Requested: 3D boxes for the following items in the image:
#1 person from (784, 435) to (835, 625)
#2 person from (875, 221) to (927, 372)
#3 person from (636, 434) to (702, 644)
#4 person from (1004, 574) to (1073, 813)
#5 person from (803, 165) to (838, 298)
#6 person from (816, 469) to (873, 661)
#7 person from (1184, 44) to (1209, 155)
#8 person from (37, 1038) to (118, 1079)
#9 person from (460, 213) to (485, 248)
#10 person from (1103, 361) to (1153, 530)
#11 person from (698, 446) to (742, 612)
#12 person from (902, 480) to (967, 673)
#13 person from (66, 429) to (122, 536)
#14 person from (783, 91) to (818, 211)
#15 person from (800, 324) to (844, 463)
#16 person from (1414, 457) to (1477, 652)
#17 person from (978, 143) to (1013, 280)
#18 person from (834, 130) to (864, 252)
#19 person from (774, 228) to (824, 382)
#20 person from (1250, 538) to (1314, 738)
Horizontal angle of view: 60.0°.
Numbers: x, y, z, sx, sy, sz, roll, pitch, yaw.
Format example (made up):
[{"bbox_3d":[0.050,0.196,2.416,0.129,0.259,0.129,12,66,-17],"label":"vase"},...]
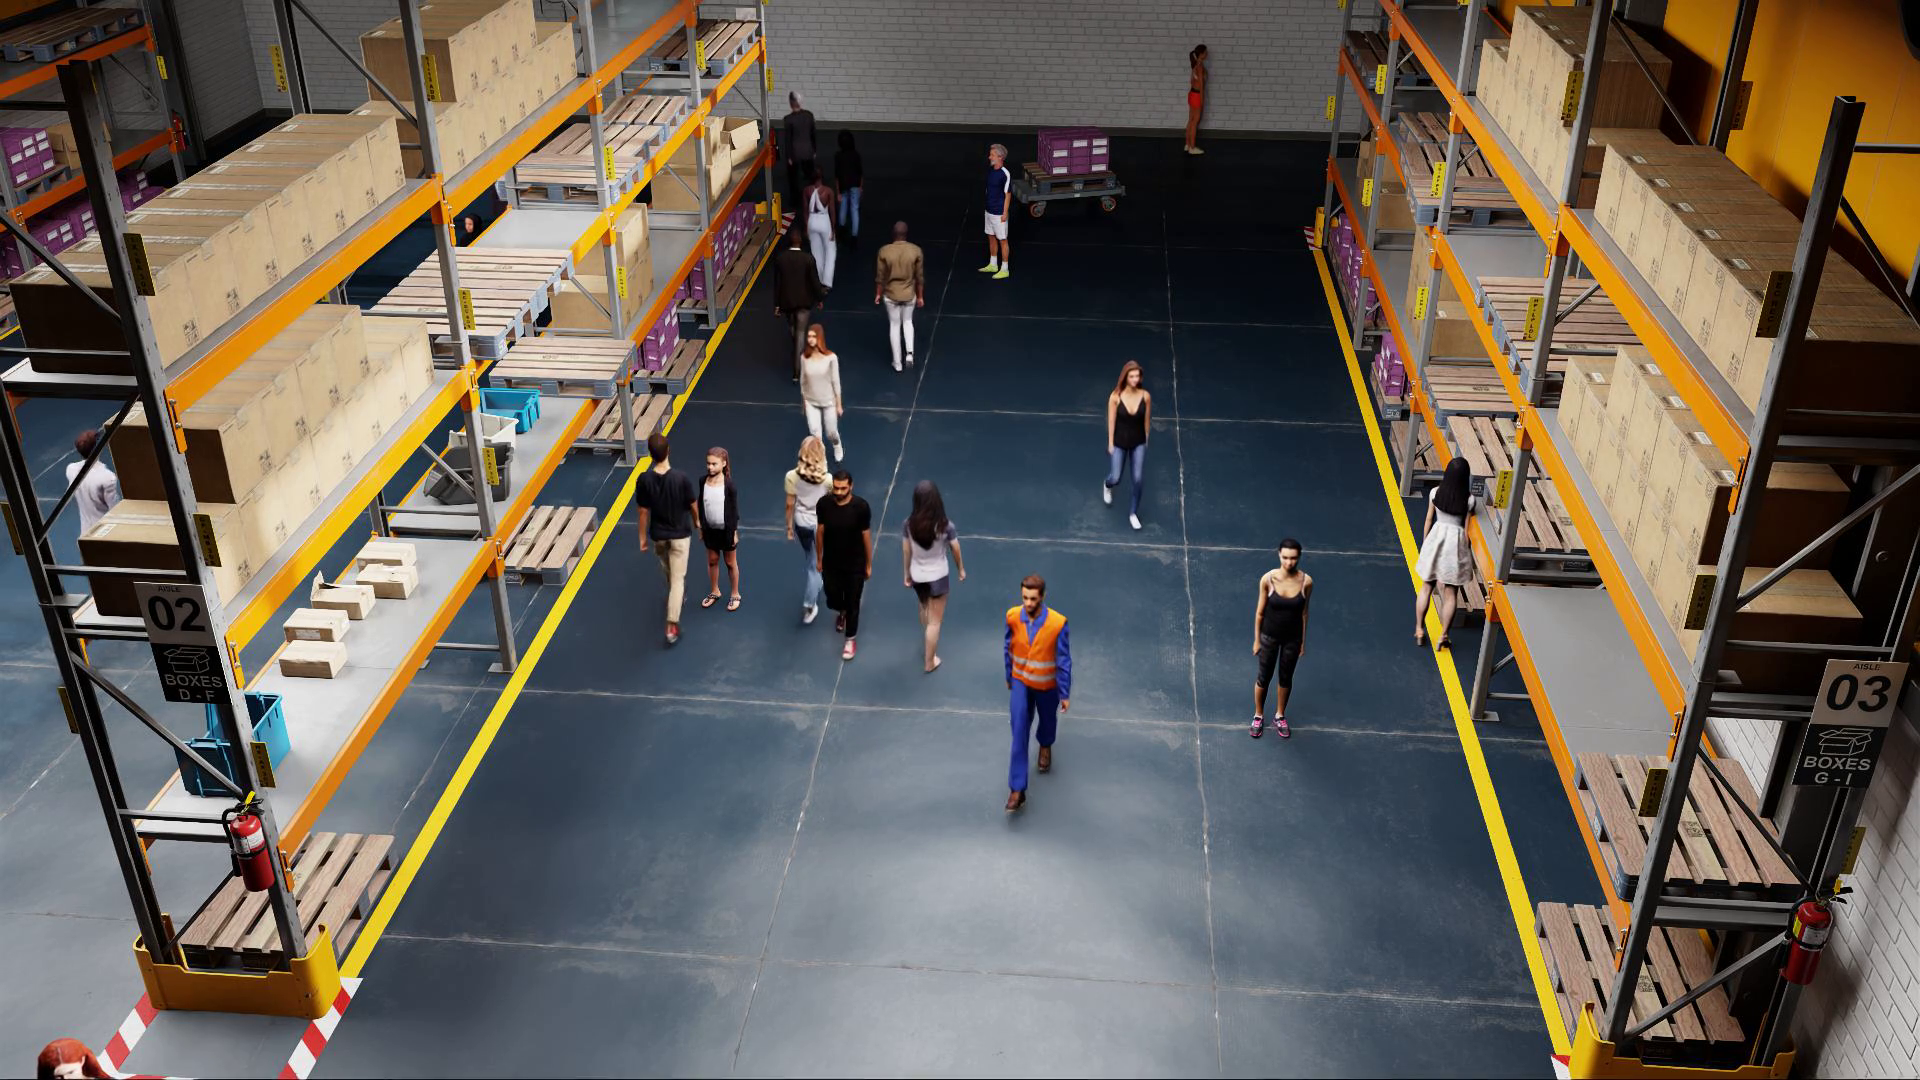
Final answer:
[{"bbox_3d":[-1.293,-0.050,14.564,0.644,1.682,1.069,3,29,6],"label":"person"},{"bbox_3d":[-0.687,-2.816,19.498,0.835,1.812,0.808,-6,29,-10],"label":"person"},{"bbox_3d":[-2.495,0.034,14.292,0.646,1.795,1.152,2,29,3],"label":"person"},{"bbox_3d":[0.598,1.042,12.420,0.819,1.818,1.246,7,29,12],"label":"person"},{"bbox_3d":[-1.836,-3.997,21.707,0.592,1.771,0.722,2,29,3],"label":"person"},{"bbox_3d":[-0.958,0.144,14.146,0.636,1.742,0.793,4,29,7],"label":"person"},{"bbox_3d":[3.972,-7.422,27.967,0.703,1.789,0.561,-6,29,-10],"label":"person"},{"bbox_3d":[-4.367,3.226,8.457,0.652,1.780,0.696,-19,34,-30],"label":"person"},{"bbox_3d":[-5.903,-3.239,20.481,0.672,1.614,0.671,10,30,18],"label":"person"},{"bbox_3d":[1.623,-0.972,16.231,0.711,1.704,0.946,-5,29,-9],"label":"person"},{"bbox_3d":[-2.142,-0.120,14.825,0.562,1.556,0.586,7,29,12],"label":"person"},{"bbox_3d":[-0.294,0.337,13.852,0.743,1.684,0.893,9,30,17],"label":"person"},{"bbox_3d":[-7.453,-0.035,14.382,0.742,1.831,0.715,6,29,11],"label":"person"},{"bbox_3d":[-2.361,-5.770,24.922,1.127,1.806,1.228,-18,33,-30],"label":"person"},{"bbox_3d":[-1.399,-1.439,17.094,0.679,1.697,0.951,6,29,11],"label":"person"},{"bbox_3d":[4.142,0.115,14.171,0.769,1.769,0.785,16,33,27],"label":"person"},{"bbox_3d":[0.508,-4.462,22.489,0.784,1.839,0.704,-18,33,-30],"label":"person"},{"bbox_3d":[-1.554,-4.893,23.465,0.728,1.661,1.194,-3,29,-5],"label":"person"},{"bbox_3d":[-1.906,-2.705,19.359,0.684,1.751,1.136,2,29,4],"label":"person"},{"bbox_3d":[2.511,0.757,13.035,0.567,1.729,0.536,1,29,3],"label":"person"}]
